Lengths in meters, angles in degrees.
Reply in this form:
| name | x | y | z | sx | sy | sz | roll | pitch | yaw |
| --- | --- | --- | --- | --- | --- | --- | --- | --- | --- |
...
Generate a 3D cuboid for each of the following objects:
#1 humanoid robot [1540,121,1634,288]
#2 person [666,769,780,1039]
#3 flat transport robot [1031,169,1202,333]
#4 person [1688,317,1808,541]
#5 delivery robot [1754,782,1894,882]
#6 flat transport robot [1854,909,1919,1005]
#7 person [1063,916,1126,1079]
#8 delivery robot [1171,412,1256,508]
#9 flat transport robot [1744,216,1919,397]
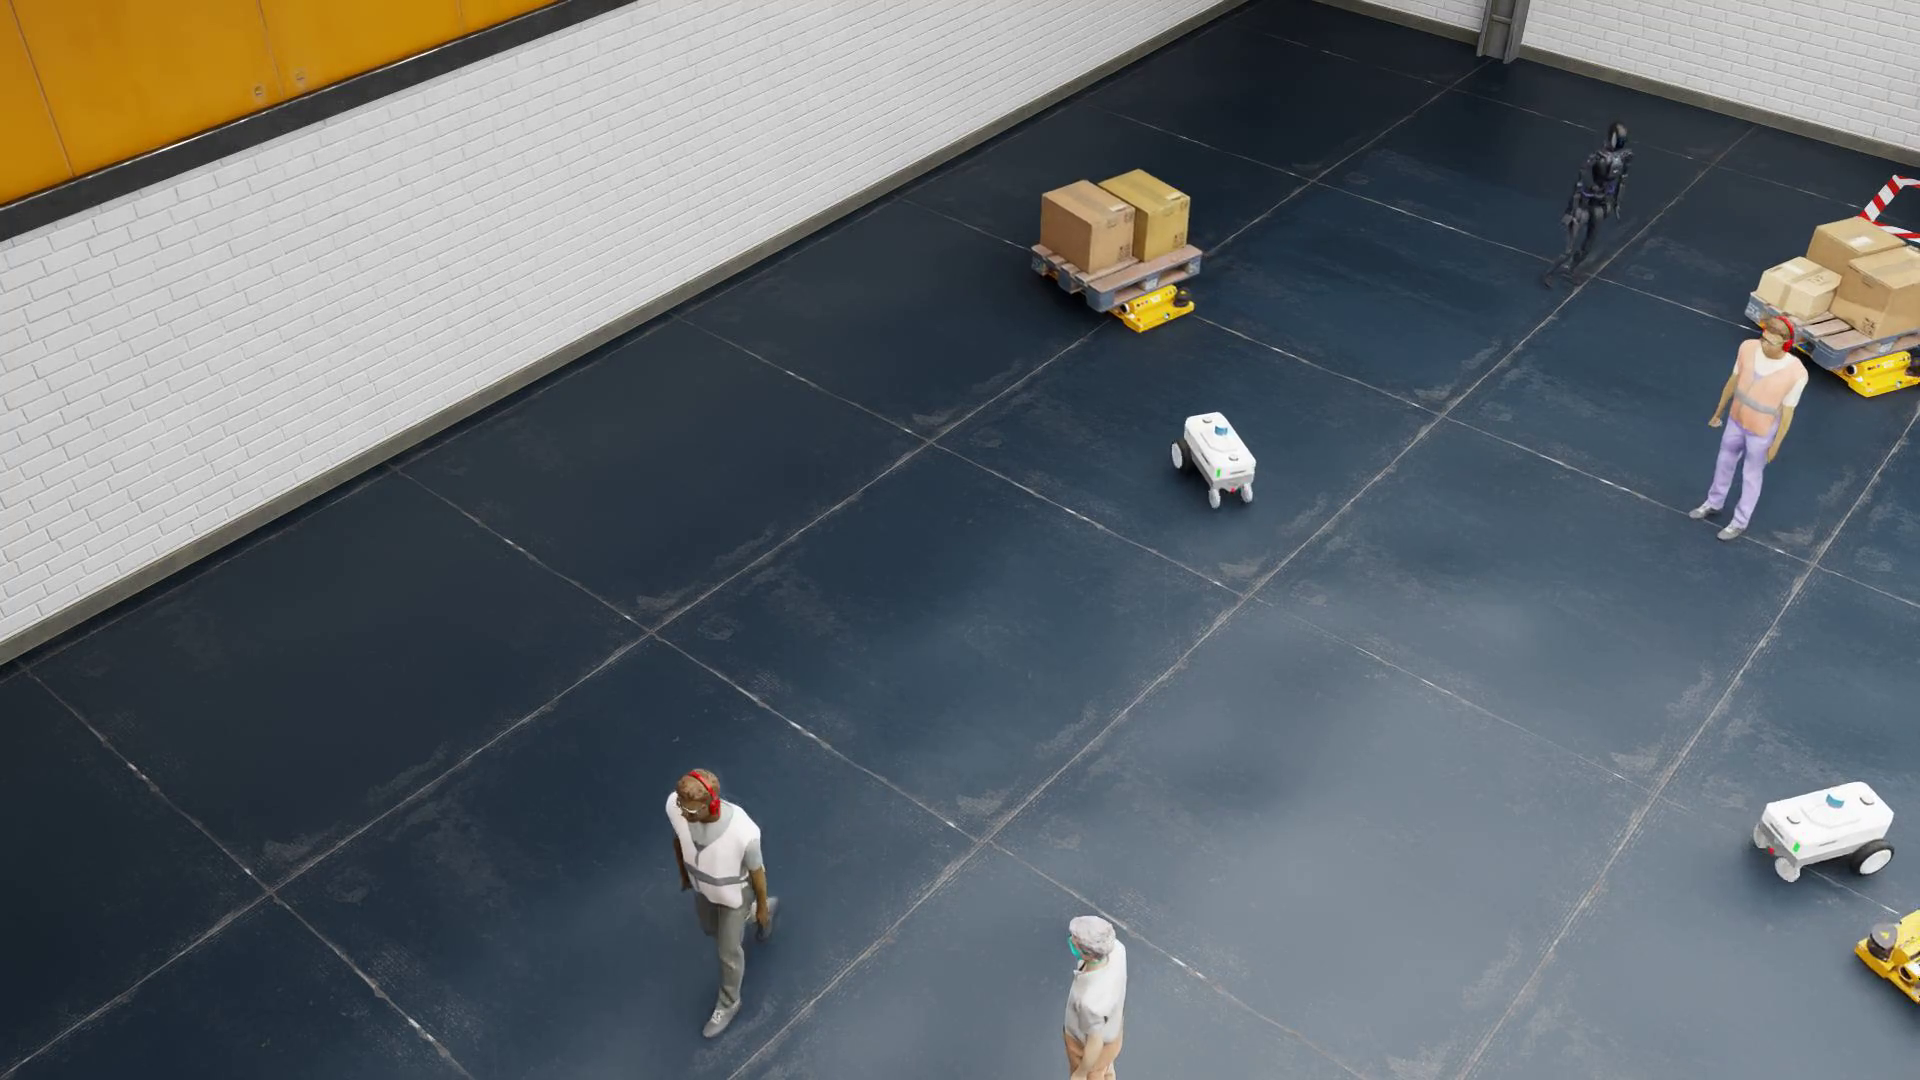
| name | x | y | z | sx | sy | sz | roll | pitch | yaw |
| --- | --- | --- | --- | --- | --- | --- | --- | --- | --- |
| humanoid robot | 5.656 | -3.009 | 14.909 | 0.608 | 1.641 | 0.413 | -13 | 41 | -16 |
| person | -1.222 | 1.798 | 8.824 | 0.569 | 1.818 | 0.746 | 22 | 44 | 25 |
| flat transport robot | 1.420 | -2.366 | 15.223 | 0.659 | 0.231 | 1.431 | -25 | 45 | -27 |
| person | 5.753 | -0.837 | 12.082 | 0.408 | 1.833 | 0.567 | -17 | 42 | -20 |
| delivery robot | 5.176 | 1.712 | 9.949 | 0.786 | 0.614 | 0.523 | -11 | 40 | -13 |
| flat transport robot | 5.718 | 2.591 | 9.071 | 0.659 | 0.231 | 1.431 | -18 | 42 | -21 |
| person | 0.640 | 2.421 | 8.104 | 0.301 | 1.743 | 0.494 | 10 | 40 | 13 |
| delivery robot | 1.994 | -0.668 | 12.880 | 0.499 | 0.585 | 0.765 | -10 | 40 | -12 |
| flat transport robot | 7.603 | -1.737 | 14.442 | 0.659 | 0.231 | 1.431 | -14 | 41 | -17 |
